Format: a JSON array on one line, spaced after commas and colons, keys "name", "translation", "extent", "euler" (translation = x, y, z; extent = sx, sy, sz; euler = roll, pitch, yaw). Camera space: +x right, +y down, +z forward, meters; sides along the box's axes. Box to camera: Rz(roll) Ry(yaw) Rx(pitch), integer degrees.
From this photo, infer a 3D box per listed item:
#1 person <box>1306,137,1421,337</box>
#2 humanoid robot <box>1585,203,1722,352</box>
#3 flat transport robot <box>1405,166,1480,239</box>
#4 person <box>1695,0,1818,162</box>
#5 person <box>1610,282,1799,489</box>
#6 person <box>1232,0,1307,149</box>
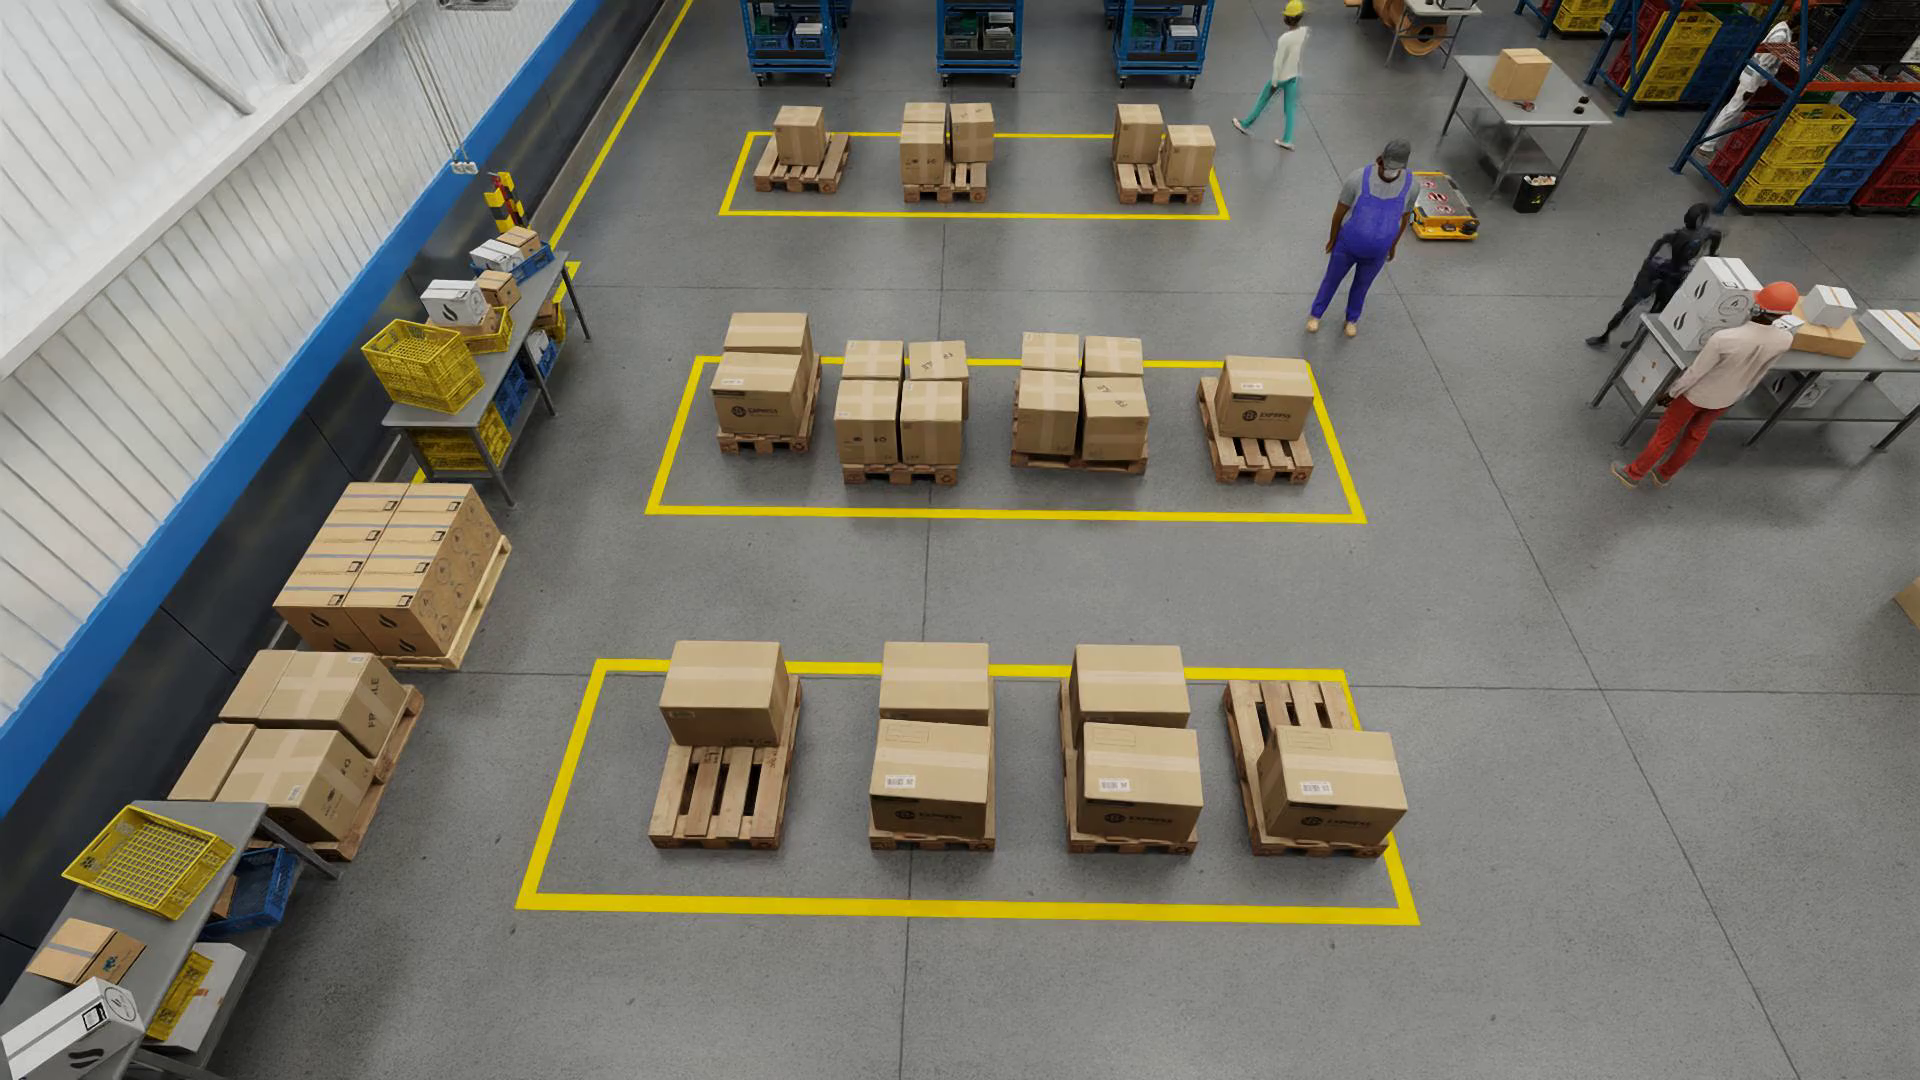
[{"name": "person", "translation": [3.907, -2.877, 8.853], "extent": [0.688, 2.000, 0.539], "euler": [10, 50, 9]}, {"name": "humanoid robot", "translation": [6.727, -2.436, 8.720], "extent": [0.655, 1.628, 0.380], "euler": [5, 49, 4]}, {"name": "flat transport robot", "translation": [5.692, -4.094, 11.059], "extent": [0.652, 0.197, 1.431], "euler": [1, 49, 1]}, {"name": "person", "translation": [9.889, -5.714, 11.411], "extent": [0.343, 1.882, 0.578], "euler": [30, 55, 23]}, {"name": "person", "translation": [6.047, -1.201, 7.432], "extent": [0.610, 1.995, 0.376], "euler": [0, 49, 0]}, {"name": "person", "translation": [4.096, -5.972, 11.743], "extent": [0.541, 1.717, 0.916], "euler": [-27, 54, -21]}]
